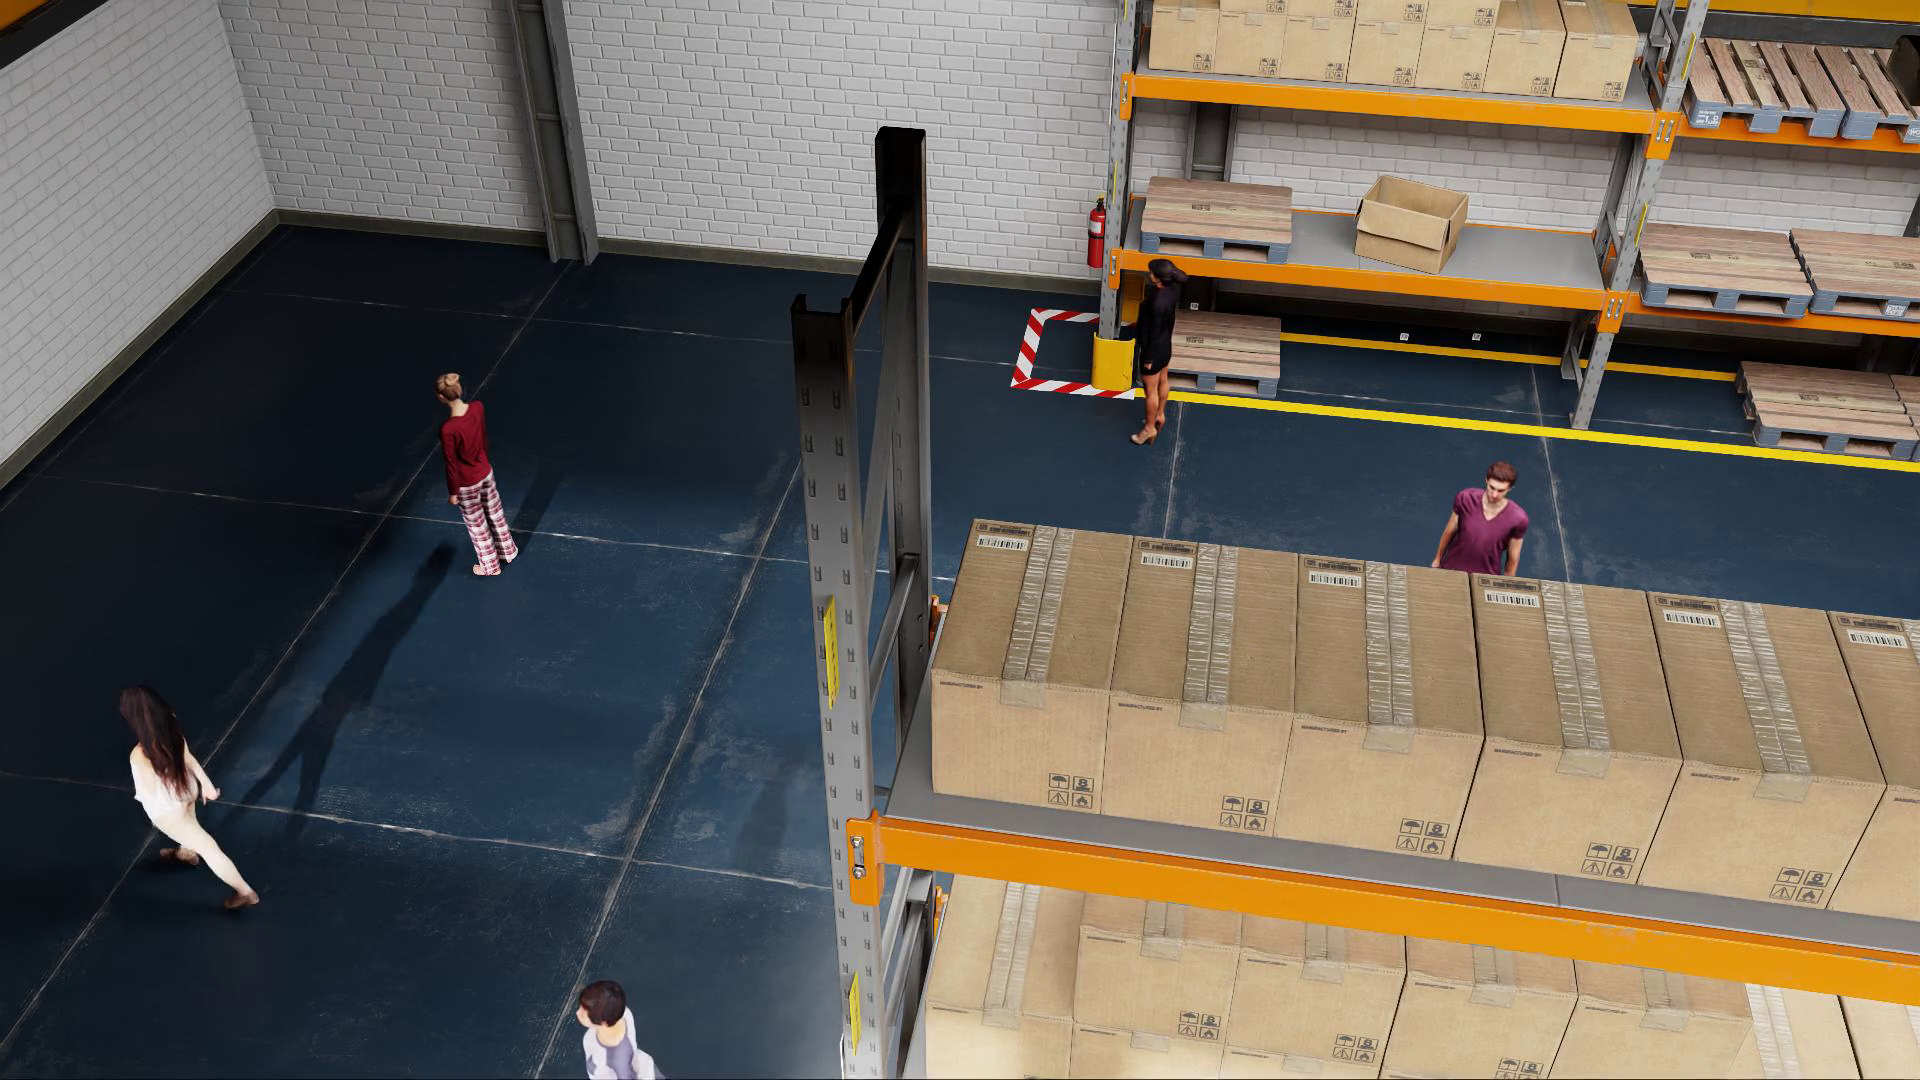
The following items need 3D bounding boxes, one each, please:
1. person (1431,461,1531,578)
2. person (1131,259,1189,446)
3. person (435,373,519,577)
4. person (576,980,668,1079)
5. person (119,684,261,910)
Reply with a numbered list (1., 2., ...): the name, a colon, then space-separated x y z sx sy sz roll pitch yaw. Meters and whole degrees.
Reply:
1. person: 3.399 0.199 10.998 0.741 1.846 0.871 23 44 26
2. person: 1.575 -1.507 13.302 0.690 1.638 0.650 18 42 21
3. person: -3.513 -0.475 11.951 0.587 1.710 0.668 15 41 18
4. person: -1.566 2.667 8.173 1.113 1.516 0.870 -10 40 -12
5. person: -4.658 1.470 9.571 0.527 1.641 1.015 6 39 8
